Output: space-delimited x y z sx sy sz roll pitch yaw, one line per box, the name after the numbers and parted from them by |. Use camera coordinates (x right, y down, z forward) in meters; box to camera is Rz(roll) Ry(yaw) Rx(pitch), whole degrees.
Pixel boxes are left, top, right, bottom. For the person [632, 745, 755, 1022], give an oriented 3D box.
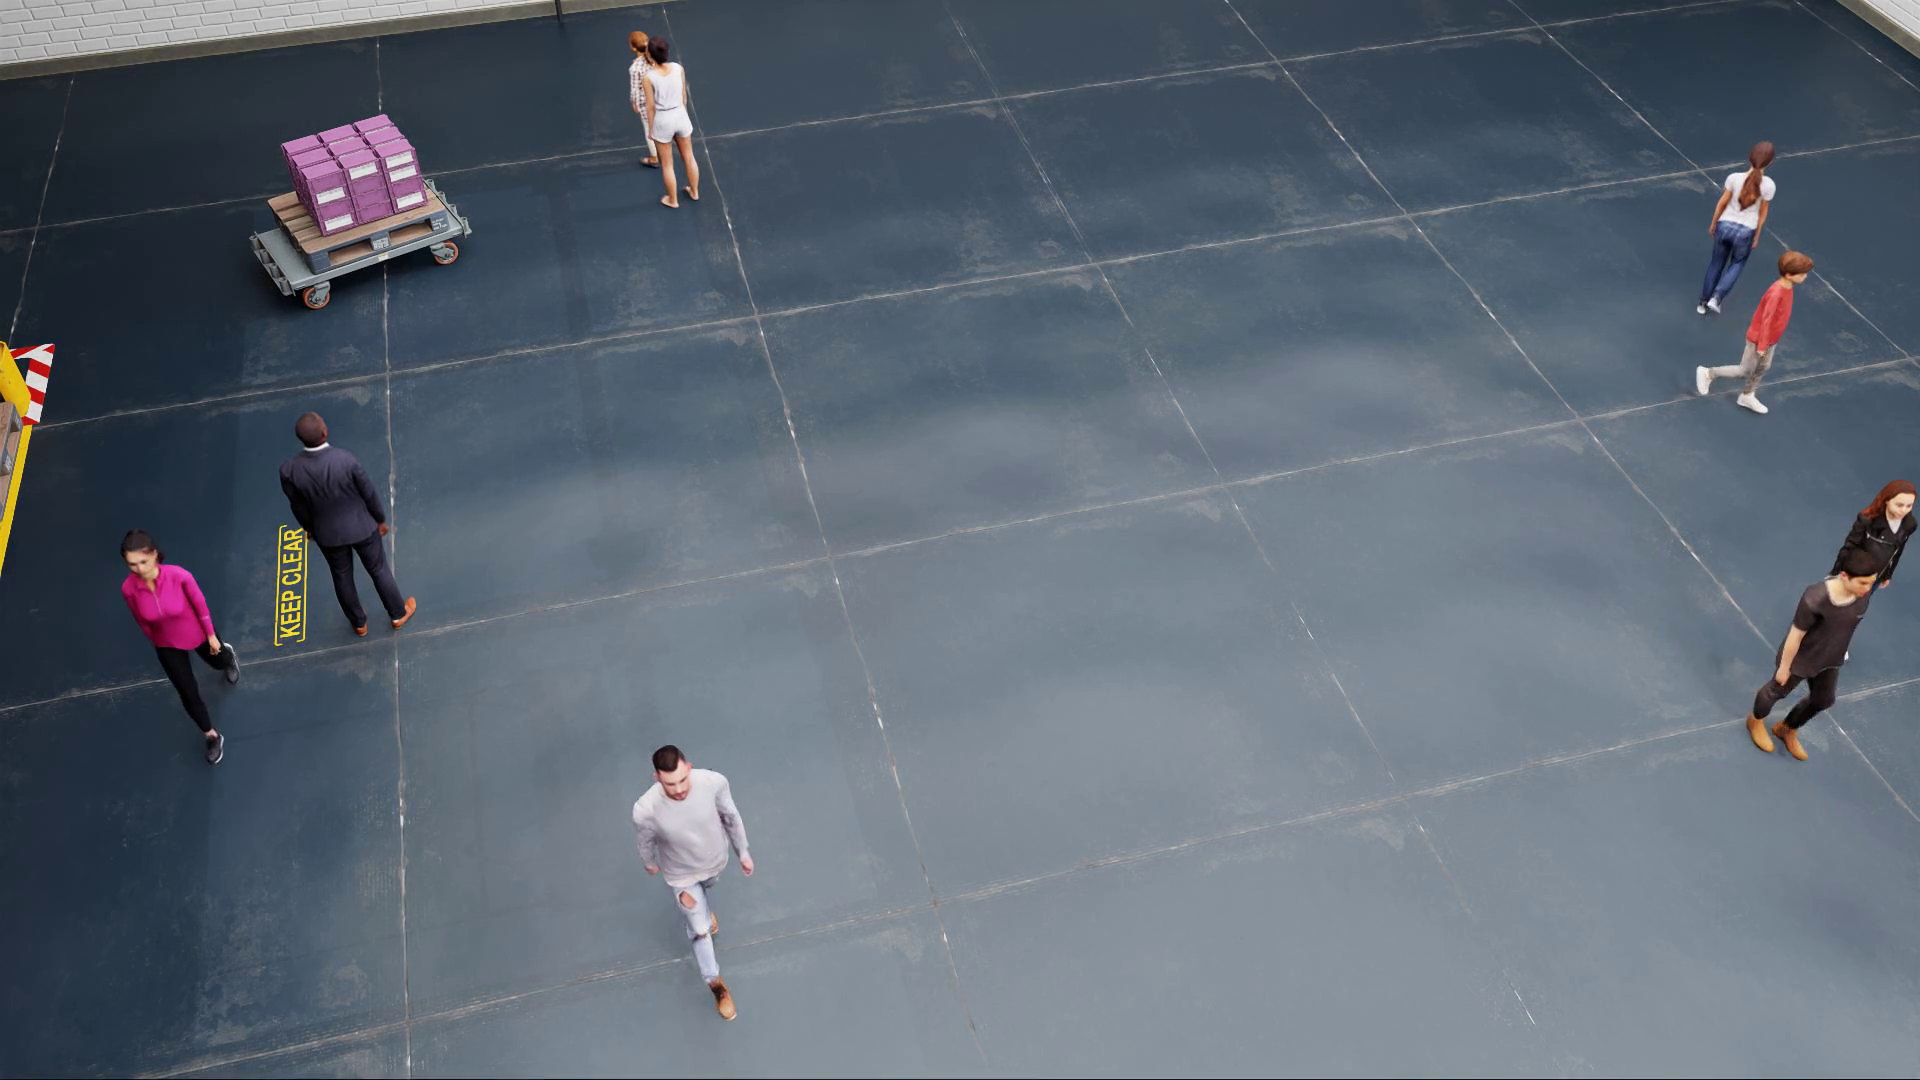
-1.452 1.643 8.933 0.897 1.790 1.222 -22 48 -21 | person

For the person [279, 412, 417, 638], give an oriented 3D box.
-3.964 -0.089 10.727 0.711 1.824 0.628 -6 44 -7 | person

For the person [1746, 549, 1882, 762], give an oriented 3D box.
5.121 0.613 10.079 0.636 1.700 0.610 -10 45 -10 | person

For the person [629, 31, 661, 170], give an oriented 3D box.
-2.849 -4.051 15.259 0.648 1.309 0.598 25 49 24 | person

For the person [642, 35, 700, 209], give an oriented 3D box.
-2.561 -3.686 14.661 0.632 1.607 0.628 -27 50 -26 | person

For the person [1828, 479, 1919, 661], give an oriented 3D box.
5.790 0.180 10.692 0.614 1.483 0.582 0 44 0 | person

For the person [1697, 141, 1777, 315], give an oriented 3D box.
6.246 -2.466 13.418 0.722 1.554 0.780 24 49 23 | person

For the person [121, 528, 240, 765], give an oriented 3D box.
-4.735 0.535 10.181 0.624 1.673 1.074 -14 45 -15 | person

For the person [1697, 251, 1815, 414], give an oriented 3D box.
6.026 -1.588 12.604 0.883 1.404 0.750 33 53 30 | person
